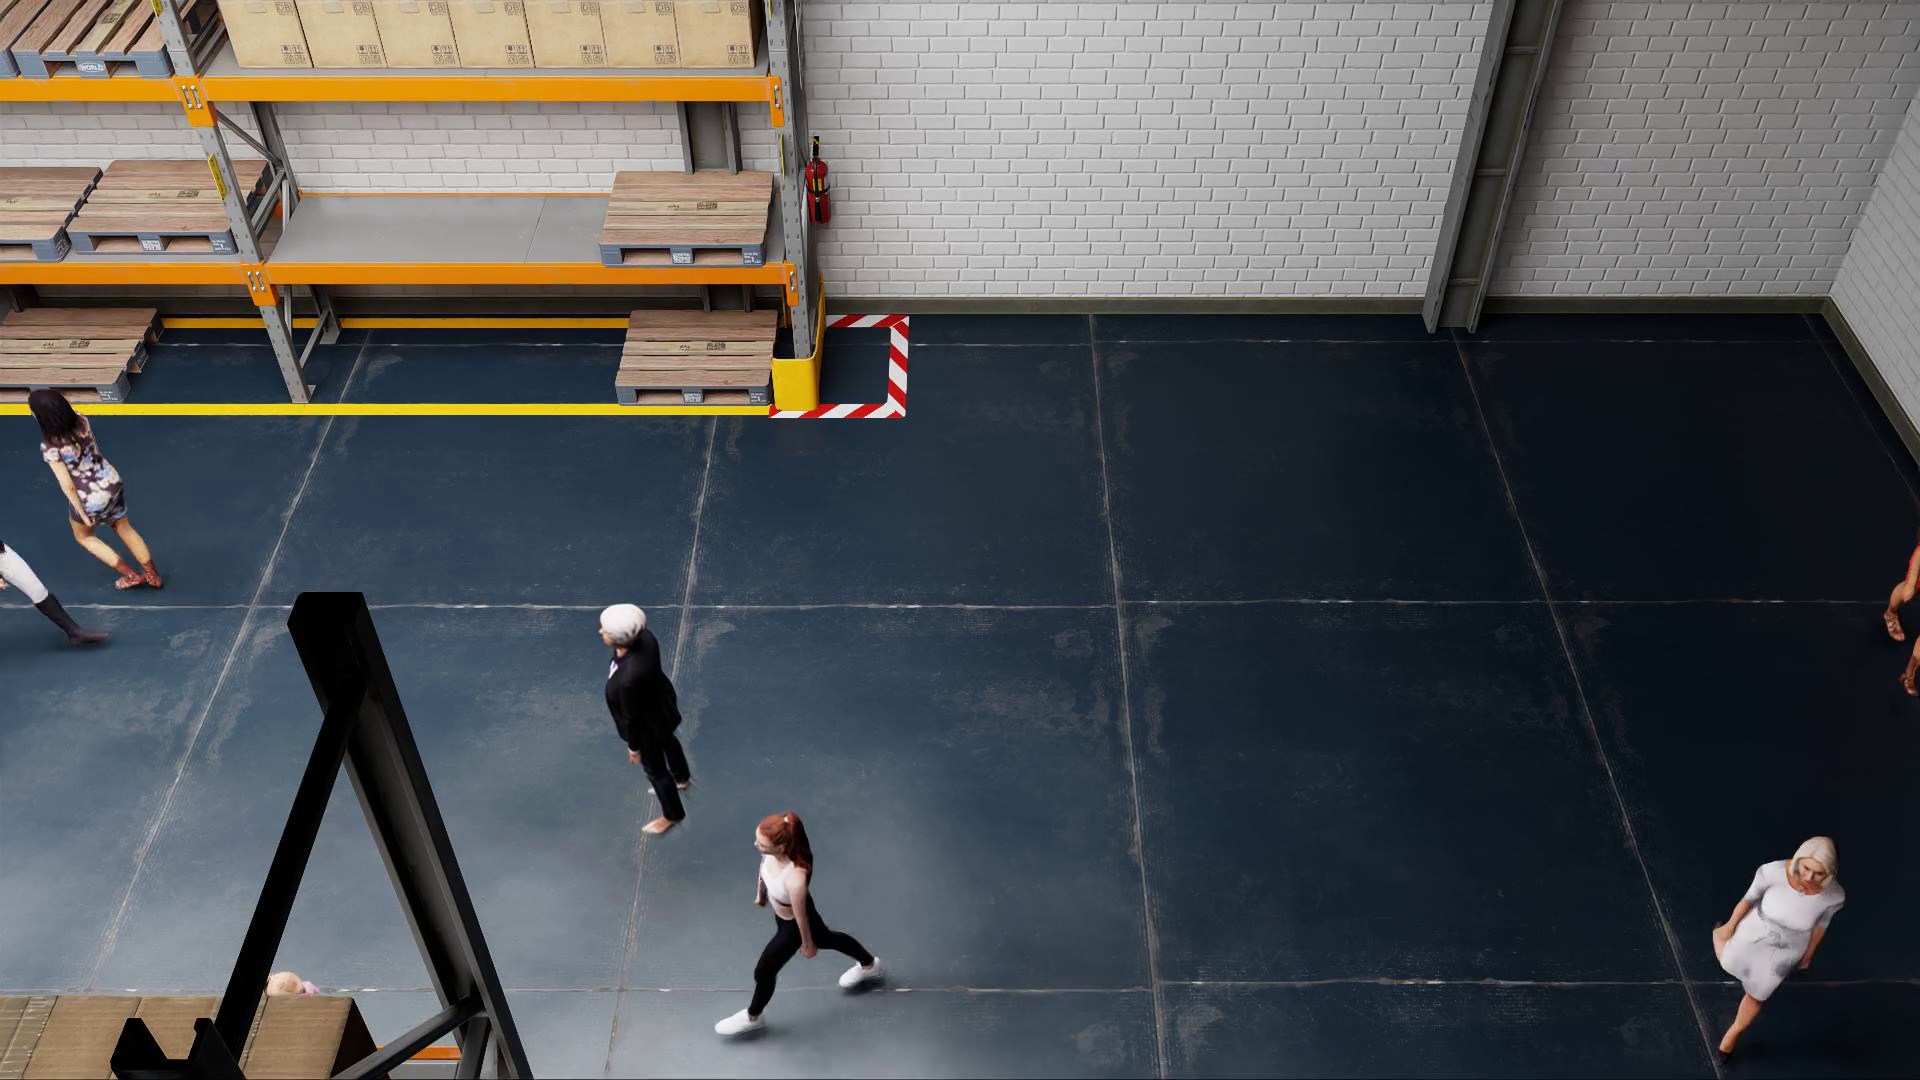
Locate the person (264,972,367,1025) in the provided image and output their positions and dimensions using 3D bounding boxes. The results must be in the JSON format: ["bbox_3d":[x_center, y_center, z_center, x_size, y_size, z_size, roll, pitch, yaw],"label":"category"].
[{"bbox_3d":[-3.340,2.558,8.412,0.836,1.243,0.509,-2,44,-2],"label":"person"}]

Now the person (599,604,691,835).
[{"bbox_3d":[-1.682,0.912,8.990,0.601,1.776,0.719,3,44,3],"label":"person"}]

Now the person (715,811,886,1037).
[{"bbox_3d":[-0.783,1.958,8.716,1.282,1.692,0.917,-15,45,-15],"label":"person"}]

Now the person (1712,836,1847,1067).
[{"bbox_3d":[4.207,1.990,8.661,1.027,1.723,0.920,14,45,15],"label":"person"}]

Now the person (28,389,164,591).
[{"bbox_3d":[-5.665,-0.280,11.048,0.711,1.717,0.675,15,46,15],"label":"person"}]

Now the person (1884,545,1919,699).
[{"bbox_3d":[6.272,0.133,10.657,1.067,1.658,0.792,3,44,3],"label":"person"}]
